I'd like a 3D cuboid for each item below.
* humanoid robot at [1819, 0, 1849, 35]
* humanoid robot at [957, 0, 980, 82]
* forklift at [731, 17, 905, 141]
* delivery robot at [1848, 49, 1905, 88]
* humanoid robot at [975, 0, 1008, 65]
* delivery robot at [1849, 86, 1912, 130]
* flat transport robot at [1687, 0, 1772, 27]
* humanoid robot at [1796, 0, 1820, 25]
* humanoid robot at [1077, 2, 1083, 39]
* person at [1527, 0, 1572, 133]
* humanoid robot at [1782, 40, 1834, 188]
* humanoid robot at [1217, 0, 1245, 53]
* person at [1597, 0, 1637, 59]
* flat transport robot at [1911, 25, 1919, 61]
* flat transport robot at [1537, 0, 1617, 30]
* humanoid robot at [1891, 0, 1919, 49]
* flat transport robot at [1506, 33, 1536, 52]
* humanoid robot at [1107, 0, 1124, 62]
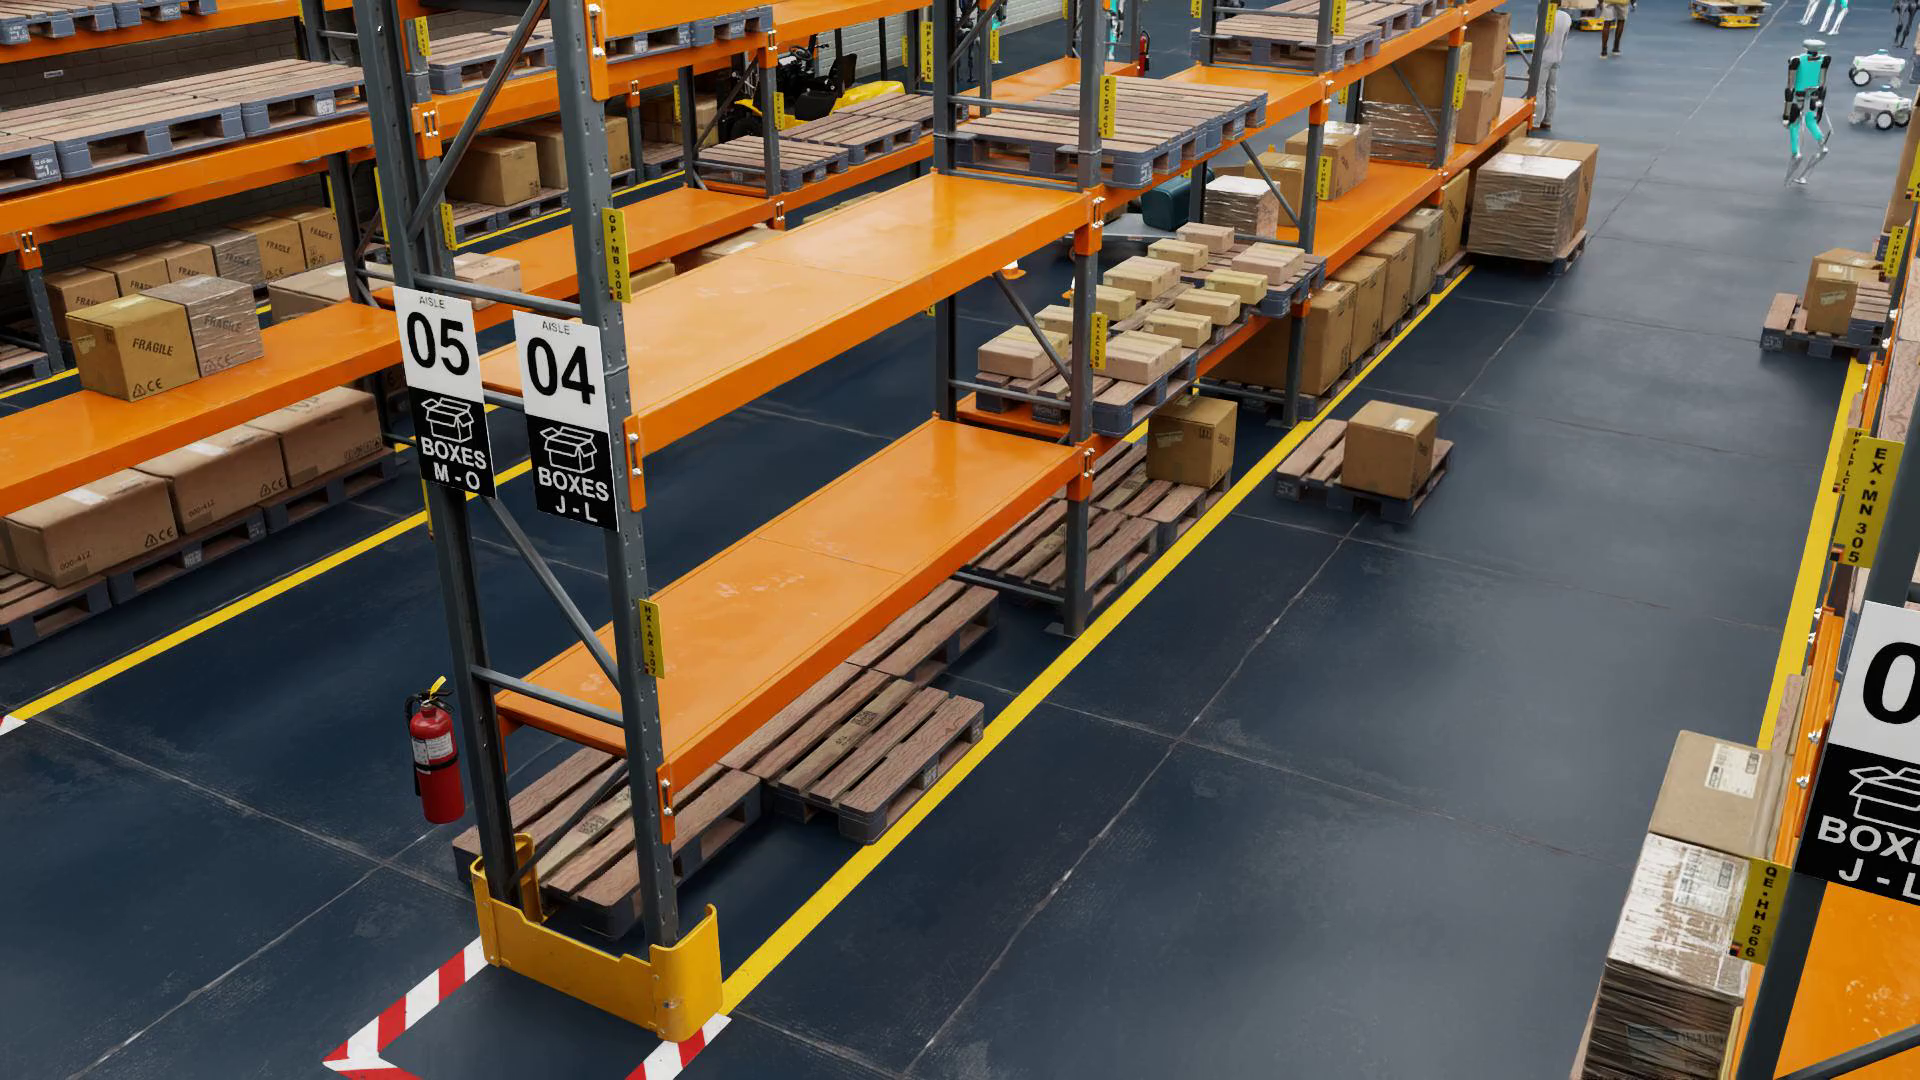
[{"bbox_3d":[16.490,-10.405,31.188,0.693,1.727,0.537,-12,28,-24],"label":"humanoid robot"},{"bbox_3d":[0.080,-8.288,26.928,0.599,1.654,0.315,14,29,26],"label":"humanoid robot"},{"bbox_3d":[-1.819,-5.975,21.543,2.313,2.155,1.214,14,29,26],"label":"forklift"},{"bbox_3d":[14.774,-7.595,26.771,0.750,0.575,0.499,8,27,17],"label":"delivery robot"},{"bbox_3d":[0.458,-8.788,27.756,0.533,1.677,0.735,14,29,26],"label":"humanoid robot"},{"bbox_3d":[13.285,-6.215,23.937,0.499,0.603,0.794,-14,29,-27],"label":"delivery robot"},{"bbox_3d":[15.065,-10.273,32.688,0.659,0.231,1.431,-2,26,-4],"label":"flat transport robot"},{"bbox_3d":[16.677,-10.903,32.362,0.732,1.834,0.539,-11,28,-21],"label":"humanoid robot"},{"bbox_3d":[2.264,-9.293,28.997,0.805,1.792,0.530,-16,30,-30],"label":"humanoid robot"},{"bbox_3d":[8.229,-6.707,23.361,0.627,1.936,0.375,-15,29,-28],"label":"person"},{"bbox_3d":[10.436,-5.120,20.403,0.538,1.889,0.744,-5,26,-10],"label":"humanoid robot"},{"bbox_3d":[4.256,-8.034,26.419,0.598,1.642,0.326,-15,30,-29],"label":"humanoid robot"},{"bbox_3d":[11.471,-9.423,29.000,0.658,1.928,0.780,11,28,22],"label":"person"},{"bbox_3d":[16.507,-7.745,27.436,0.659,0.231,1.431,-1,26,-1],"label":"flat transport robot"},{"bbox_3d":[11.988,-10.098,32.324,0.659,0.231,1.431,-11,28,-22],"label":"flat transport robot"},{"bbox_3d":[17.019,-9.647,29.764,0.599,1.653,0.358,2,26,4],"label":"humanoid robot"},{"bbox_3d":[9.931,-8.896,29.826,1.431,0.231,0.659,-13,28,-24],"label":"flat transport robot"},{"bbox_3d":[2.322,-8.016,26.332,0.535,1.791,0.760,2,26,5],"label":"humanoid robot"}]
